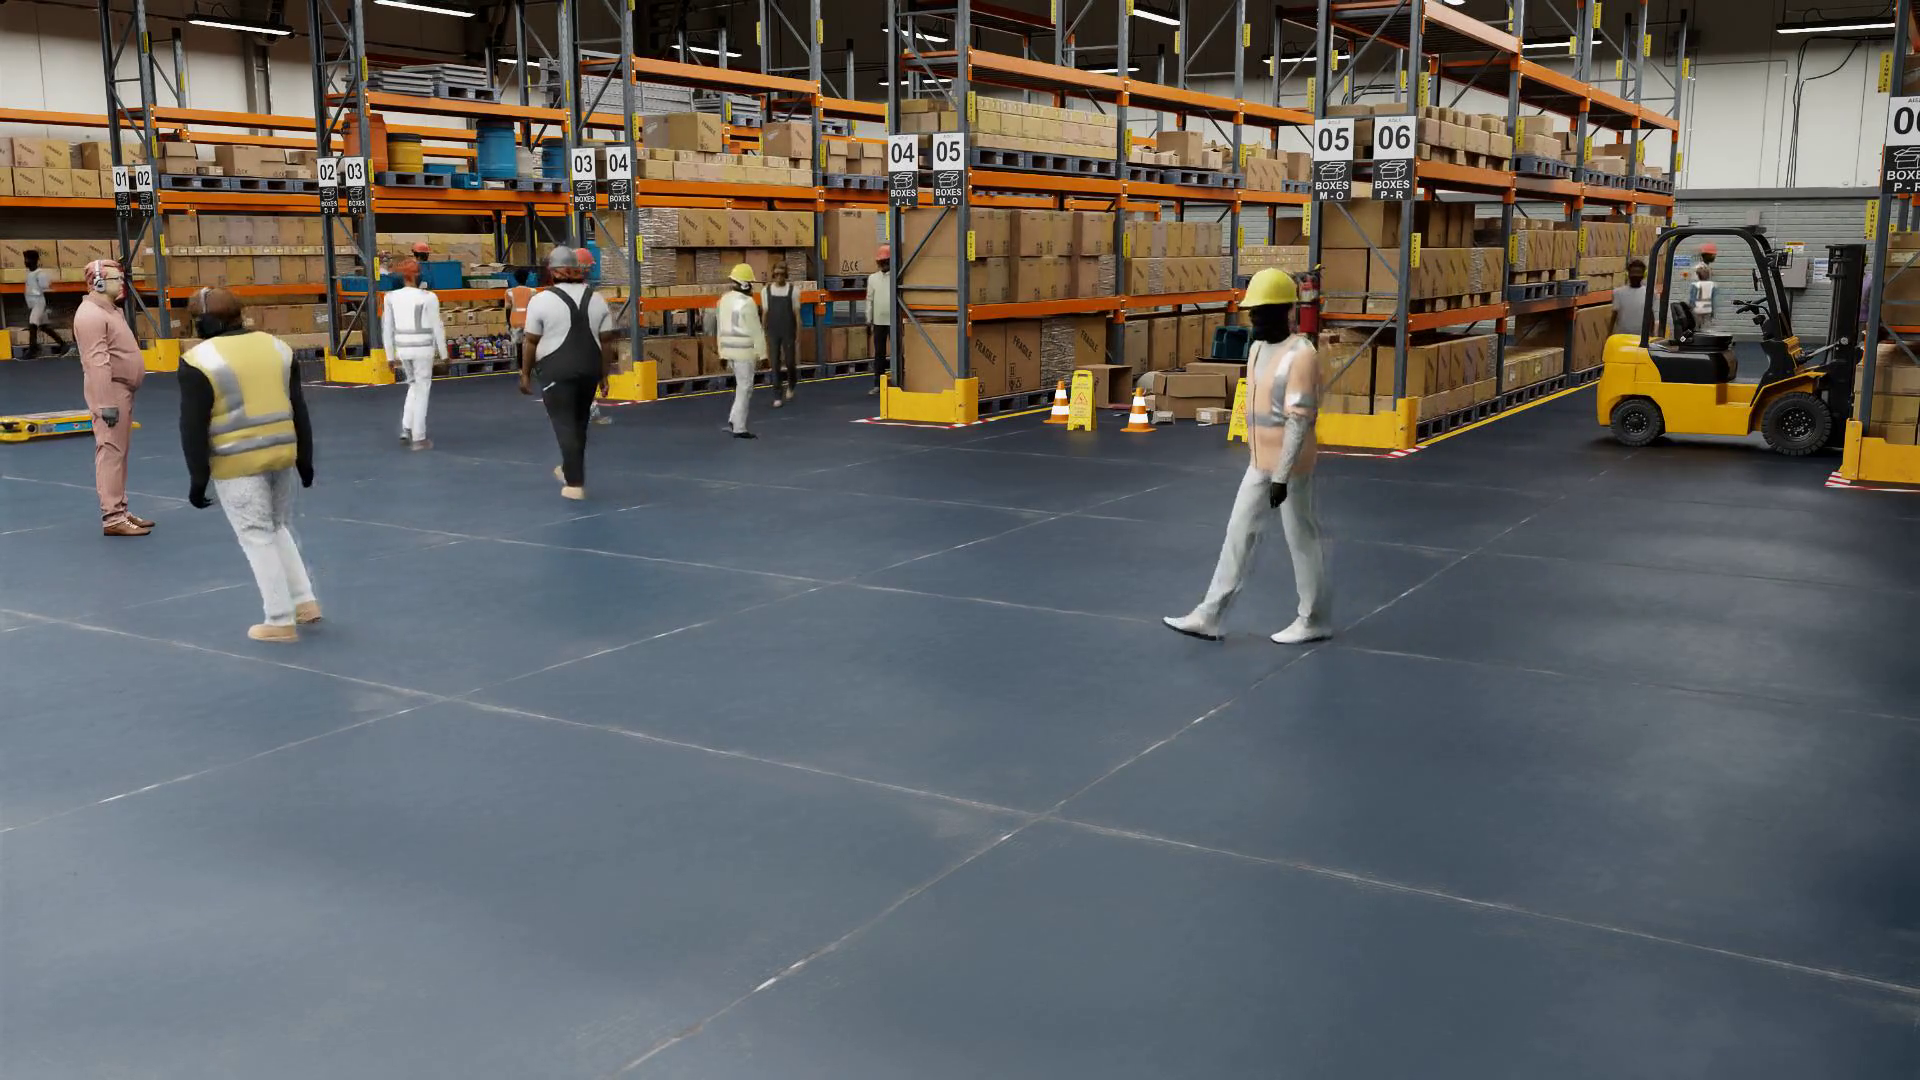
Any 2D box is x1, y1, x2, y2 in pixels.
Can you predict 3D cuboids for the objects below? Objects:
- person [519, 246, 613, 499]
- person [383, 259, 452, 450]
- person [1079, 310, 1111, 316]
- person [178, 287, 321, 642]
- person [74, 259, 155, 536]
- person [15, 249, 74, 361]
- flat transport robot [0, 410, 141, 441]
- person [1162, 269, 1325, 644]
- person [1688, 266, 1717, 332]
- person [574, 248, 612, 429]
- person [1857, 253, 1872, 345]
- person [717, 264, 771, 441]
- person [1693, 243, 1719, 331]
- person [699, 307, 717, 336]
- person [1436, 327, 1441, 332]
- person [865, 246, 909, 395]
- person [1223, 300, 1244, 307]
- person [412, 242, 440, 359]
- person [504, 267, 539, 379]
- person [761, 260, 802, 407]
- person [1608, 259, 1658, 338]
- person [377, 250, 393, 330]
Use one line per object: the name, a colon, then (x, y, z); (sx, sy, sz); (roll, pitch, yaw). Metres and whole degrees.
person: (-3.235, -1.379, 13.415); (0.687, 2.000, 0.950); (-9, 14, -42)
person: (-5.328, -1.818, 16.360); (0.581, 1.868, 0.430); (3, 11, 19)
person: (1.994, -3.446, 25.406); (0.592, 1.898, 0.508); (5, 11, 27)
person: (-3.598, -0.361, 8.384); (0.444, 1.809, 0.651); (5, 11, 26)
person: (-5.879, -0.986, 11.576); (0.409, 1.913, 0.642); (-4, 11, -20)
person: (-15.960, -4.083, 28.886); (0.614, 1.936, 0.955); (9, 13, 41)
flat transport robot: (-9.485, -1.222, 17.492); (0.652, 0.197, 1.431); (6, 12, 32)
person: (1.467, -0.384, 8.255); (0.925, 1.884, 0.617); (-4, 11, -19)
person: (13.232, -4.053, 29.590); (0.523, 1.617, 0.513); (-3, 11, -16)
person: (-4.057, -2.183, 18.140); (0.797, 1.965, 0.642); (-5, 12, -28)
person: (12.826, -3.181, 23.854); (0.586, 1.917, 0.381); (6, 12, 30)
person: (-2.220, -1.910, 17.021); (0.434, 1.812, 0.596); (-7, 12, -35)
person: (13.602, -4.410, 30.432); (0.461, 2.021, 0.624); (6, 12, 30)
person: (-3.668, -3.441, 25.285); (0.625, 1.934, 0.364); (1, 10, 4)
person: (7.350, -3.557, 25.972); (0.544, 1.919, 0.809); (6, 12, 30)
person: (-0.989, -2.898, 22.095); (0.628, 1.980, 0.437); (5, 11, 24)
person: (5.198, -4.475, 31.107); (0.549, 1.922, 0.402); (6, 12, 32)
person: (-9.297, -4.127, 28.800); (0.615, 2.041, 0.392); (9, 13, 40)
person: (-6.527, -3.238, 24.860); (0.544, 1.675, 0.754); (-1, 10, -6)
person: (-2.225, -2.581, 20.773); (0.510, 1.823, 0.650); (0, 10, 0)
person: (8.015, -2.430, 19.851); (0.519, 1.842, 0.871); (6, 12, 29)
person: (-9.147, -3.669, 26.603); (0.407, 1.913, 0.641); (-6, 12, -31)
